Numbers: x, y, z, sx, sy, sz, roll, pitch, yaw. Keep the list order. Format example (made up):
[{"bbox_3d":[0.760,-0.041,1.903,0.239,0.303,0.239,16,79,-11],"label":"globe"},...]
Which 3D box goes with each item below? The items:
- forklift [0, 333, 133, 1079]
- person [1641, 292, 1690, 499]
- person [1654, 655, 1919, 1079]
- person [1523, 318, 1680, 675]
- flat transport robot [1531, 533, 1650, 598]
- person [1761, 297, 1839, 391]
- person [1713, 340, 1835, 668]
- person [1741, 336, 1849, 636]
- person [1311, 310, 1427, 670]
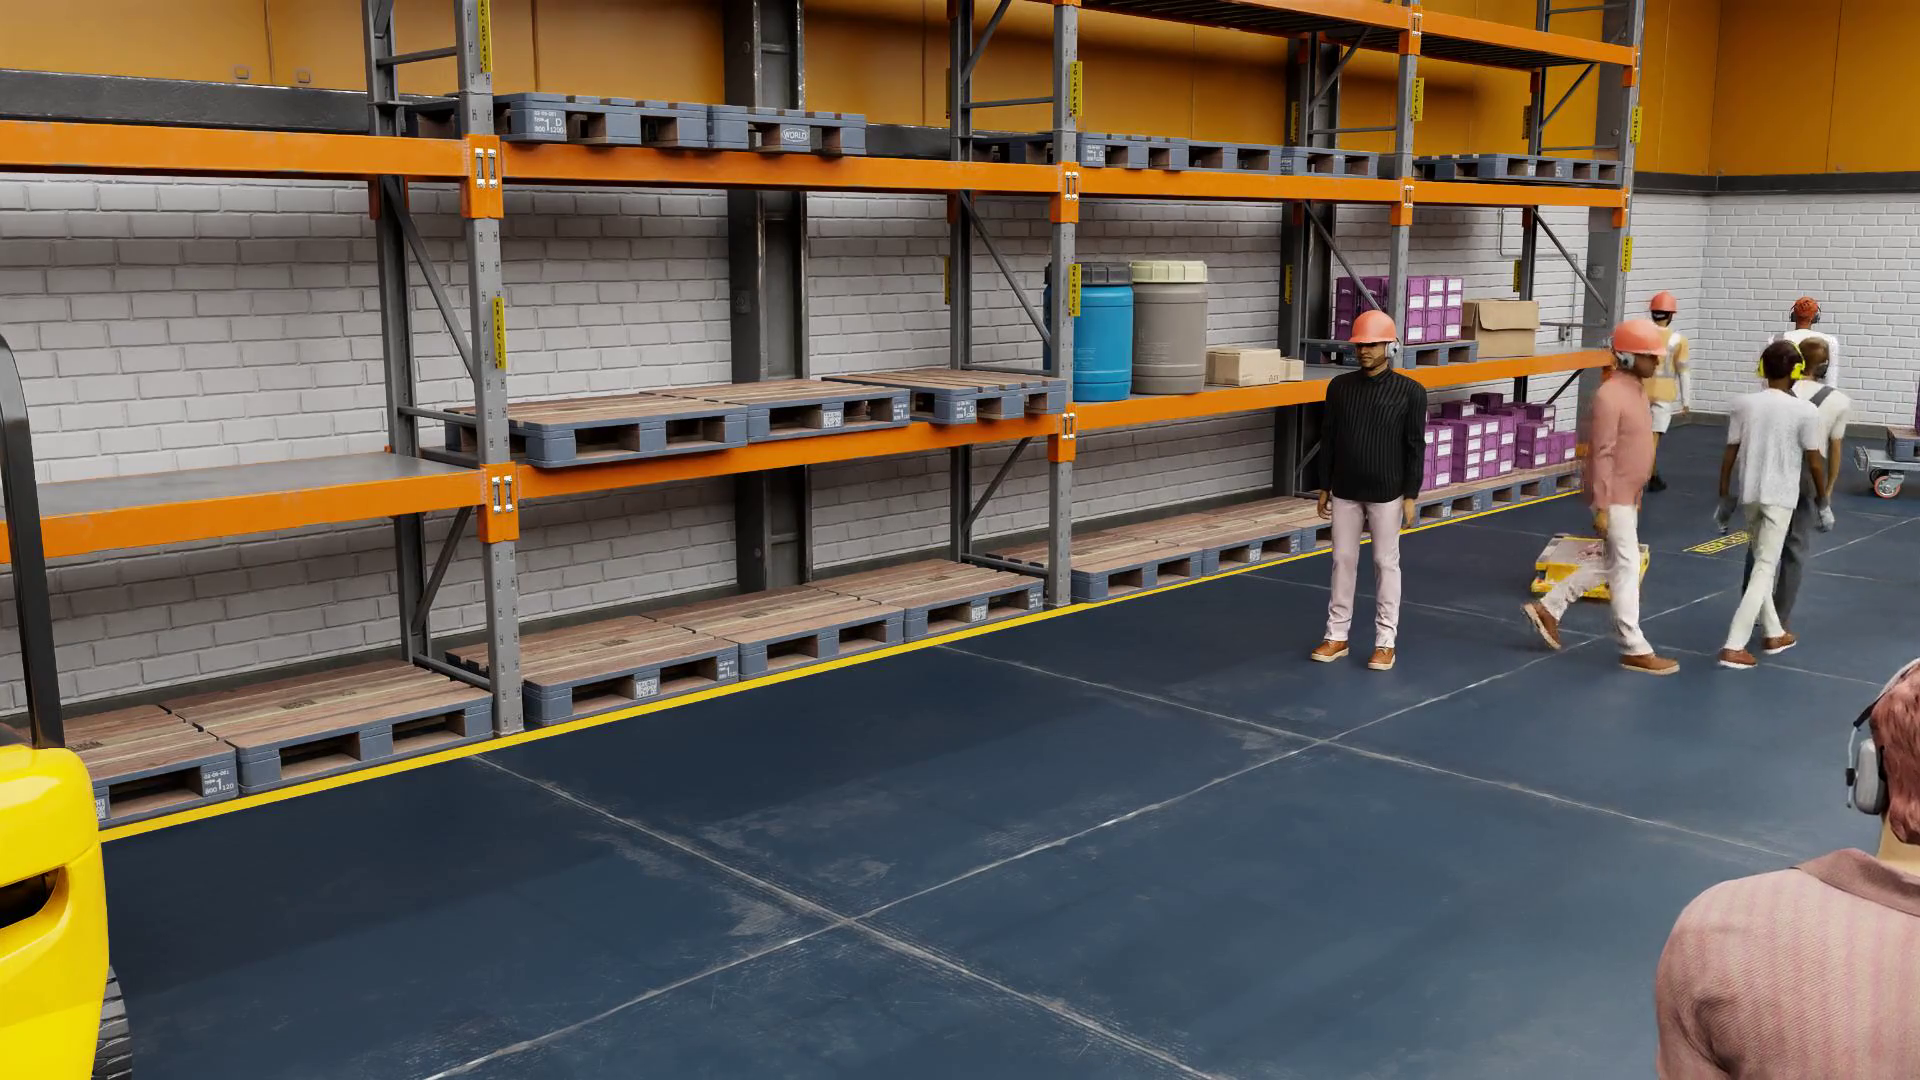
[{"bbox_3d":[-3.289,0.485,4.582,1.214,2.155,2.313,-10,14,-44],"label":"forklift"},{"bbox_3d":[6.390,-1.329,15.311,0.560,1.896,0.986,10,14,42],"label":"person"},{"bbox_3d":[1.224,1.074,2.162,0.638,1.906,0.408,7,12,32],"label":"person"},{"bbox_3d":[3.626,-0.257,9.276,0.846,1.968,0.645,8,13,37],"label":"person"},{"bbox_3d":[4.392,0.173,11.530,0.652,0.197,1.431,5,11,25],"label":"flat transport robot"},{"bbox_3d":[7.169,-1.131,14.242,0.578,1.883,0.353,5,11,23],"label":"person"},{"bbox_3d":[4.570,-0.202,9.337,0.857,1.825,0.517,-6,12,-30],"label":"person"},{"bbox_3d":[4.941,-0.298,9.897,0.530,1.812,0.573,4,11,21],"label":"person"},{"bbox_3d":[2.273,-0.277,9.280,0.608,1.995,0.377,7,13,34],"label":"person"}]
